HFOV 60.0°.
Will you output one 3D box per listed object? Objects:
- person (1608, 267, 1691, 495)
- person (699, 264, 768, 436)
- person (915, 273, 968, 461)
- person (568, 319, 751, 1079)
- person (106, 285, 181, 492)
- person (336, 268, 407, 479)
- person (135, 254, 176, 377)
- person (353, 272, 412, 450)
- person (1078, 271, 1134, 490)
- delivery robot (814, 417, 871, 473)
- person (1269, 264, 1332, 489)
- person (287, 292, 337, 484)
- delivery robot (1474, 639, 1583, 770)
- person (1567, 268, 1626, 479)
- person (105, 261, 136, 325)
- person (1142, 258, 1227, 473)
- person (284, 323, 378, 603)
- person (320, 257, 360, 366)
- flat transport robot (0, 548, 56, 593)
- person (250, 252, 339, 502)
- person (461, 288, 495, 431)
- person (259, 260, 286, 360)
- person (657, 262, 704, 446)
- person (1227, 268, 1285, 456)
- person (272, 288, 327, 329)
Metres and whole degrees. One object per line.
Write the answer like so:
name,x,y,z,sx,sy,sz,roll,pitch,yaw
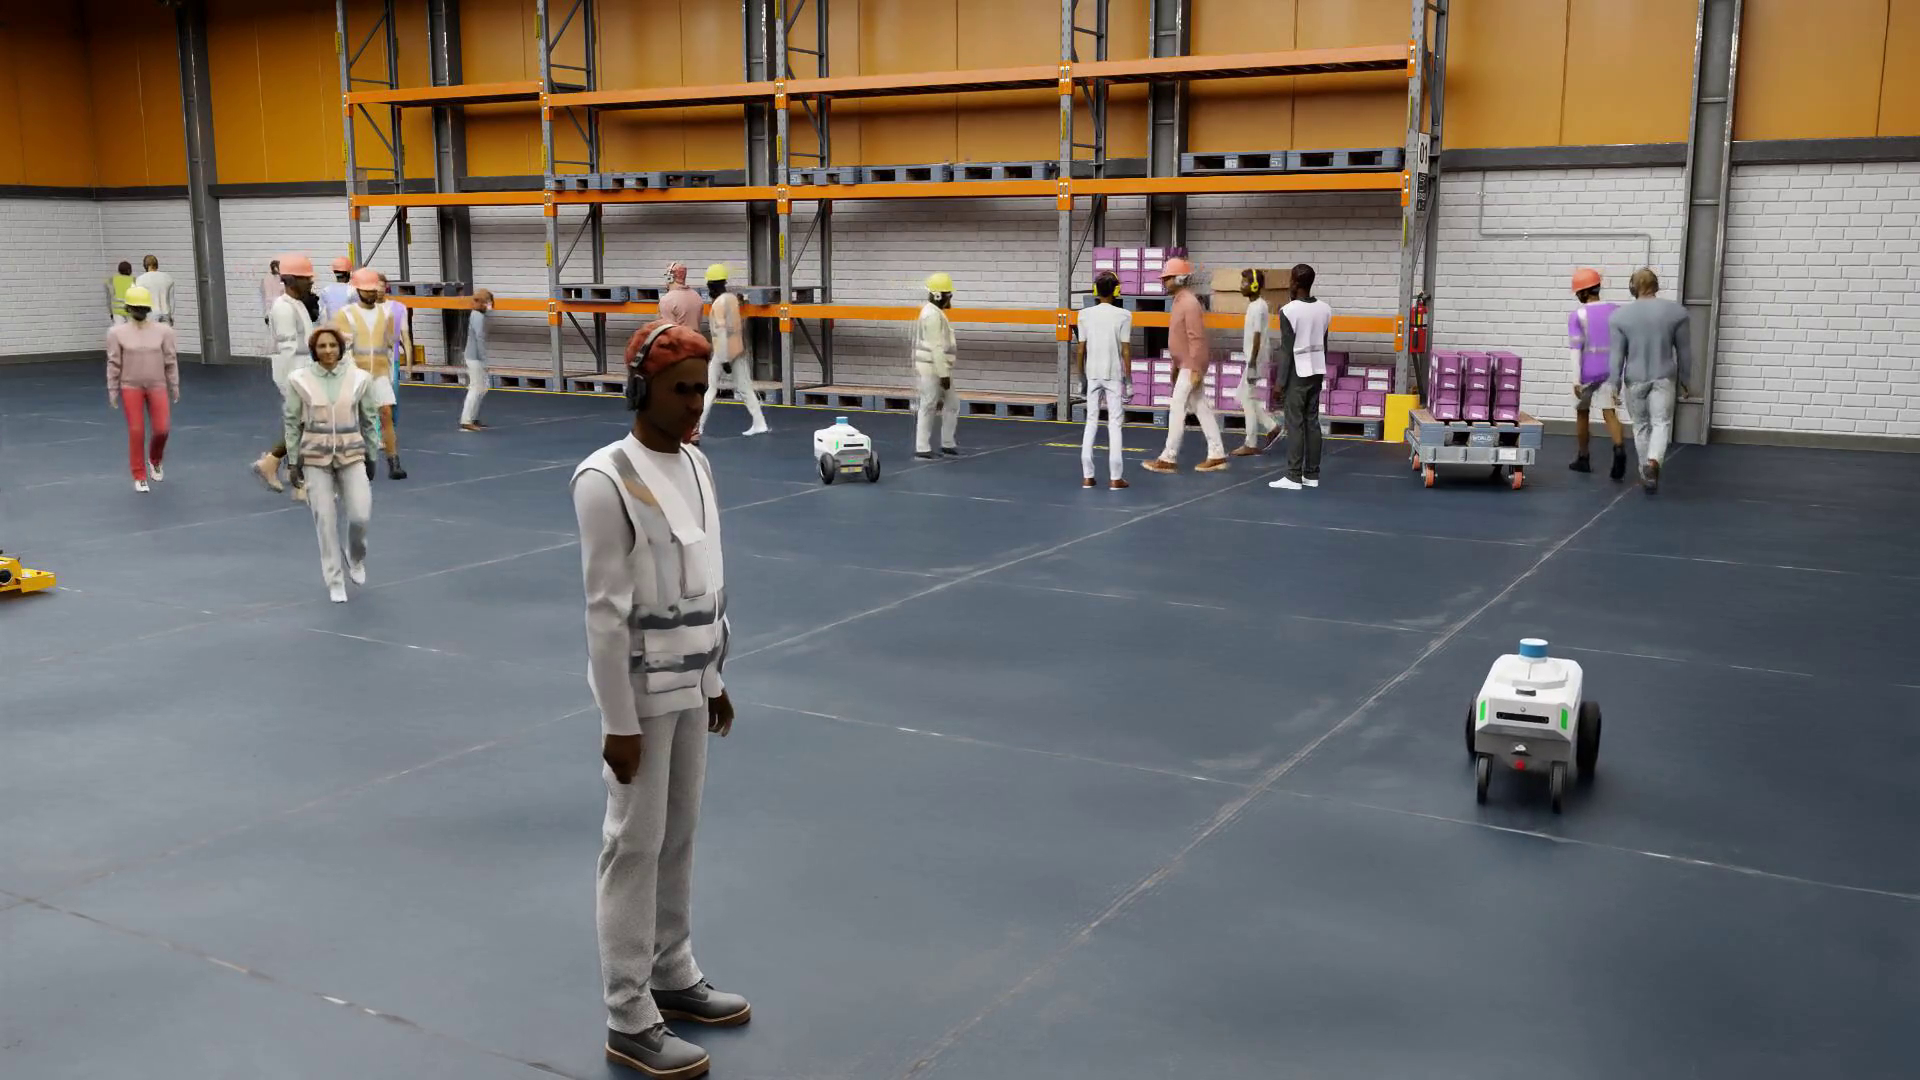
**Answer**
person,5.758,-1.323,13.896,0.687,1.897,0.845,3,10,16
person,-2.569,-2.056,18.125,1.009,1.871,0.604,2,10,13
person,-0.142,-1.644,15.954,0.667,1.805,0.610,0,10,1
person,-0.752,0.391,4.219,0.354,1.886,0.572,3,10,16
person,-6.896,-1.277,14.062,0.571,1.743,0.481,-7,12,-34
person,-5.315,-1.494,14.940,0.544,1.878,0.978,-7,12,-36
person,-12.622,-3.503,26.118,0.371,1.940,0.627,6,12,30
person,-5.997,-1.868,17.242,0.575,1.816,0.869,-4,11,-22
person,1.249,-1.359,14.206,0.507,1.860,0.313,5,11,25
delivery robot,-1.047,-0.849,14.740,0.477,0.478,0.707,-4,11,-21
person,2.918,-1.390,14.211,0.593,1.920,0.392,-8,13,-40
person,-5.600,-1.329,14.532,0.690,1.673,0.543,-6,12,-32
delivery robot,2.196,0.624,6.401,0.477,0.478,0.707,4,11,23
person,5.728,-1.490,14.922,0.575,1.887,0.896,0,10,-2
person,-14.696,-4.001,29.322,0.631,1.812,0.868,-3,10,-14
person,2.059,-1.587,15.219,0.917,1.947,0.659,-1,10,-3
person,-3.664,-0.450,9.716,0.520,1.627,0.412,-5,11,-26
person,-7.587,-2.517,20.539,0.547,1.938,0.377,1,10,8
flat transport robot,-6.062,0.262,9.518,0.652,0.197,1.431,6,12,29
person,-5.393,-1.293,13.373,0.598,2.029,0.622,-1,10,-8
person,-5.404,-2.008,18.598,0.458,1.598,0.519,-3,10,-15
person,-11.332,-3.743,27.751,0.622,1.845,0.430,3,10,15
person,-2.897,-1.888,17.068,0.410,1.909,0.643,5,11,24
person,2.914,-1.741,16.381,0.465,1.853,0.545,2,10,9
person,-7.307,-2.083,18.470,0.599,1.806,0.840,-4,11,-20
